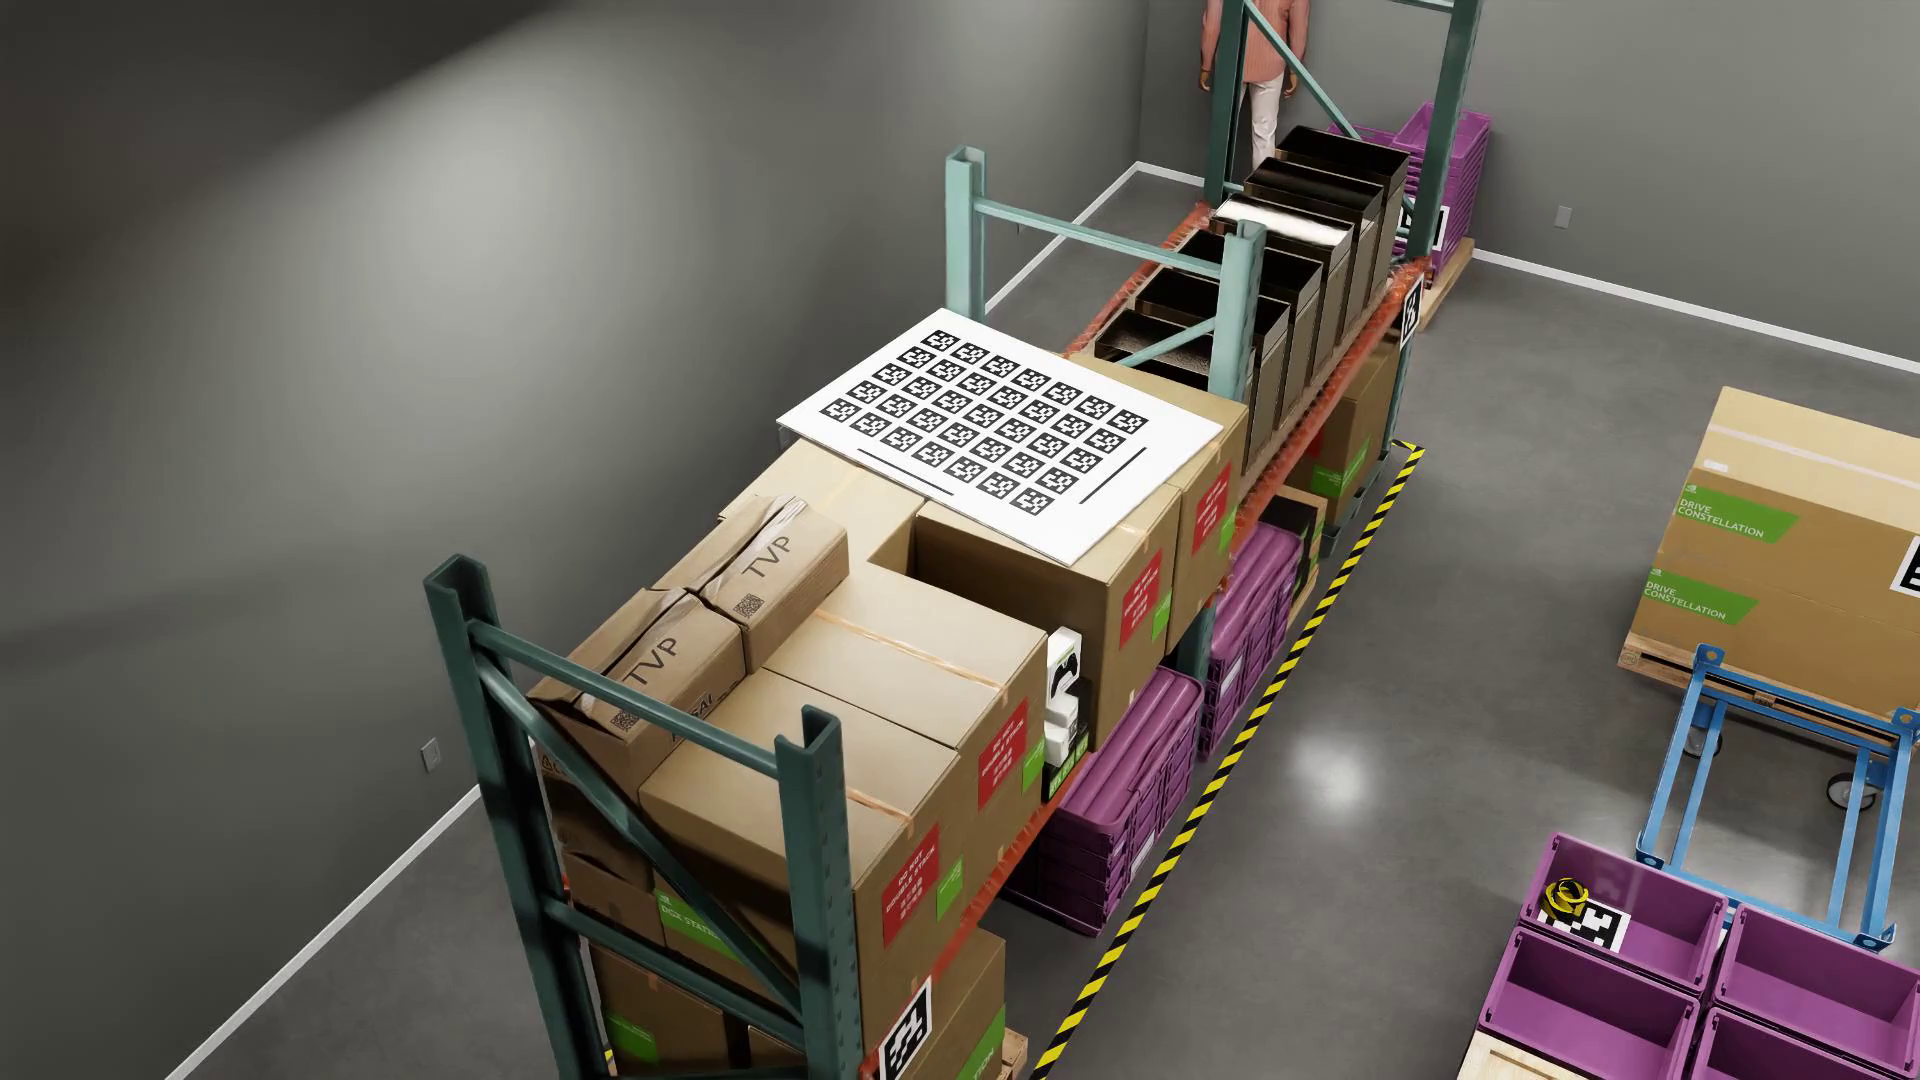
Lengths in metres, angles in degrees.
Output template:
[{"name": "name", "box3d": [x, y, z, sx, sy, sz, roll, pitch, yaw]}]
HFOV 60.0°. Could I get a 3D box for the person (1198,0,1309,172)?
[{"name": "person", "box3d": [1.737, -2.847, 9.946, 0.622, 1.992, 0.394, 4, 40, 5]}]
